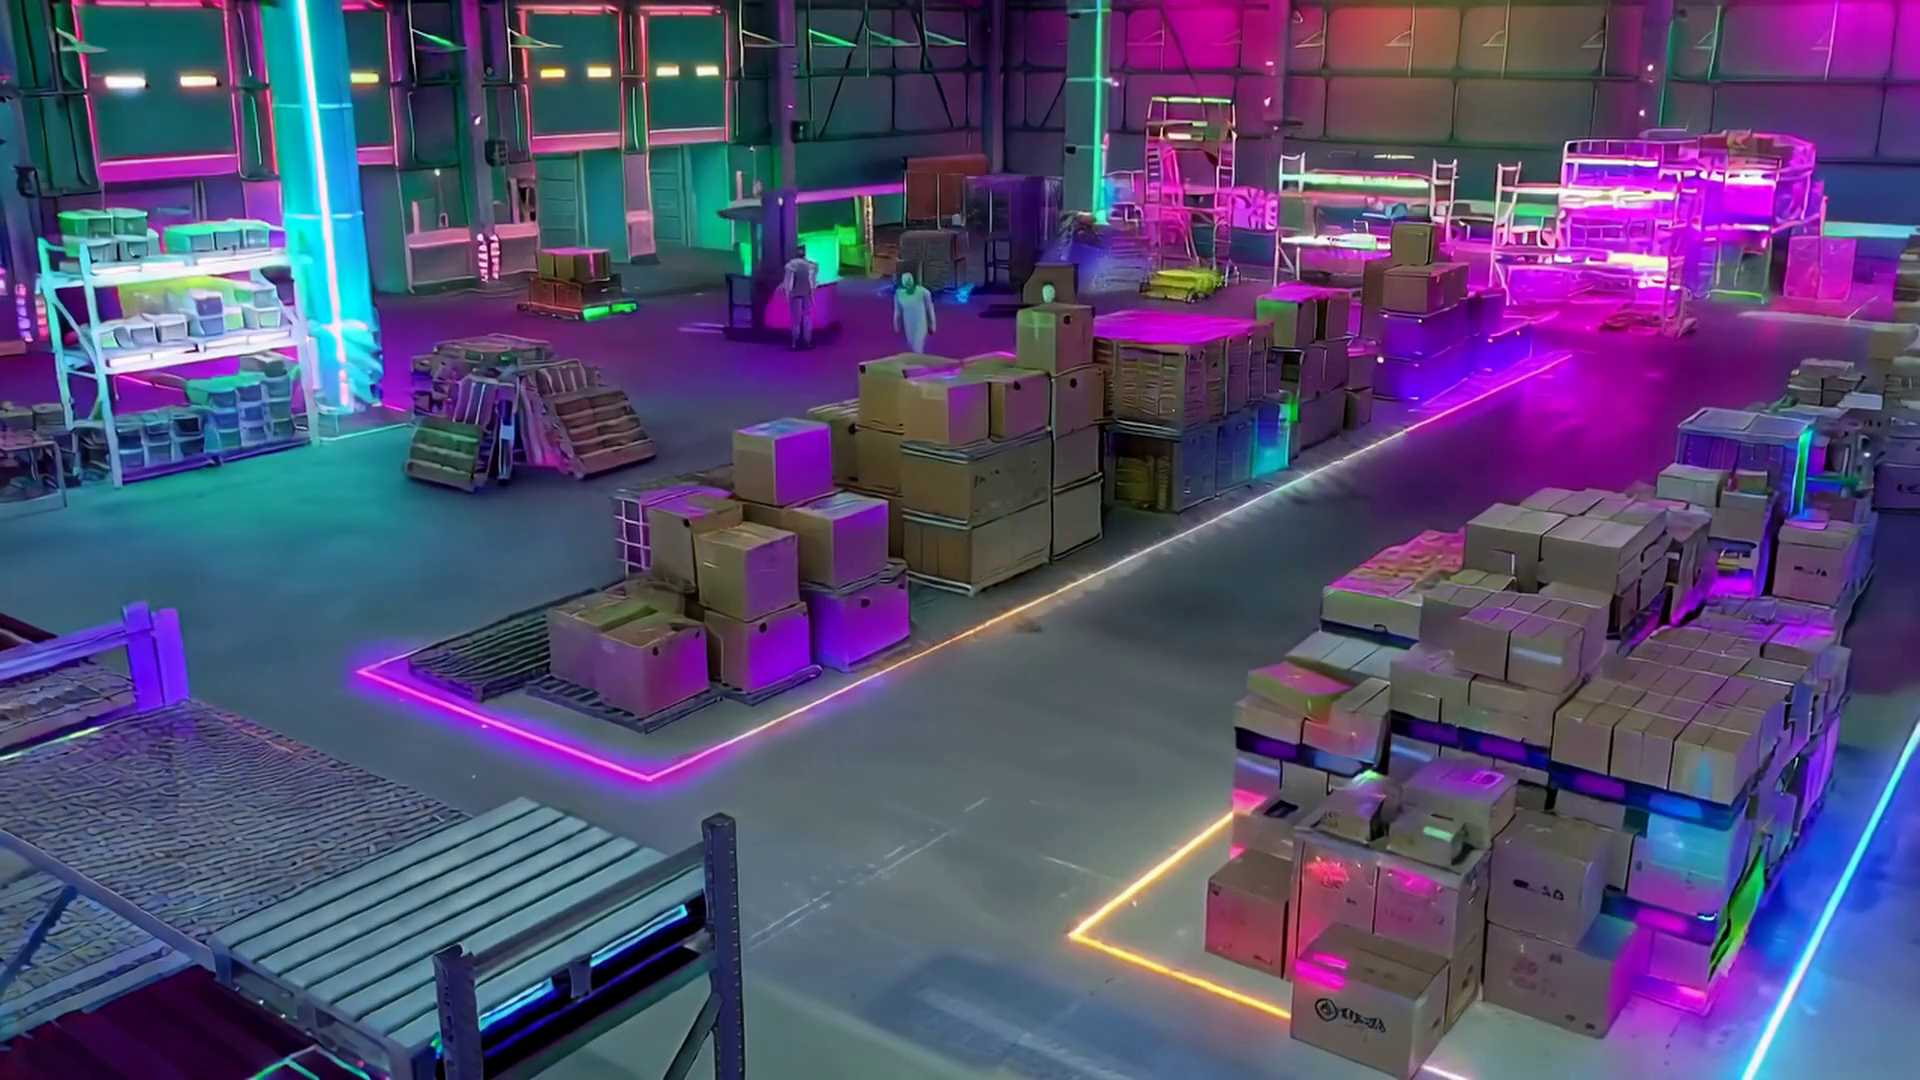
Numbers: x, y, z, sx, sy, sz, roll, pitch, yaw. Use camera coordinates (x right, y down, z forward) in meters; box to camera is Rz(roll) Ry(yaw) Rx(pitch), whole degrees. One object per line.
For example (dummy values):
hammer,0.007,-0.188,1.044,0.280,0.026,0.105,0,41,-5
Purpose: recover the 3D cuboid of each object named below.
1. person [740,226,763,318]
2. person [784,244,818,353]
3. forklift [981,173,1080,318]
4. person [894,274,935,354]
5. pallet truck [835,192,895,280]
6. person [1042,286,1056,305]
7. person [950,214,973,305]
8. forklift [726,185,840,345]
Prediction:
person,-4.065,-5.252,32.787,0.365,1.928,0.585,11,20,33
person,-2.830,-4.307,29.666,0.639,1.926,0.367,-8,18,-24
forklift,1.437,-5.885,33.261,1.873,2.768,1.129,3,17,10
person,-0.685,-3.371,26.697,0.641,1.869,1.056,7,18,22
pallet truck,-1.936,-7.159,38.982,1.885,1.965,0.823,-12,21,-34
person,1.403,-3.215,26.503,0.886,1.642,0.556,-12,21,-35
person,0.032,-5.865,34.841,0.596,1.905,0.662,-14,22,-39
forklift,-3.275,-5.106,30.683,1.873,2.768,1.129,6,18,21
